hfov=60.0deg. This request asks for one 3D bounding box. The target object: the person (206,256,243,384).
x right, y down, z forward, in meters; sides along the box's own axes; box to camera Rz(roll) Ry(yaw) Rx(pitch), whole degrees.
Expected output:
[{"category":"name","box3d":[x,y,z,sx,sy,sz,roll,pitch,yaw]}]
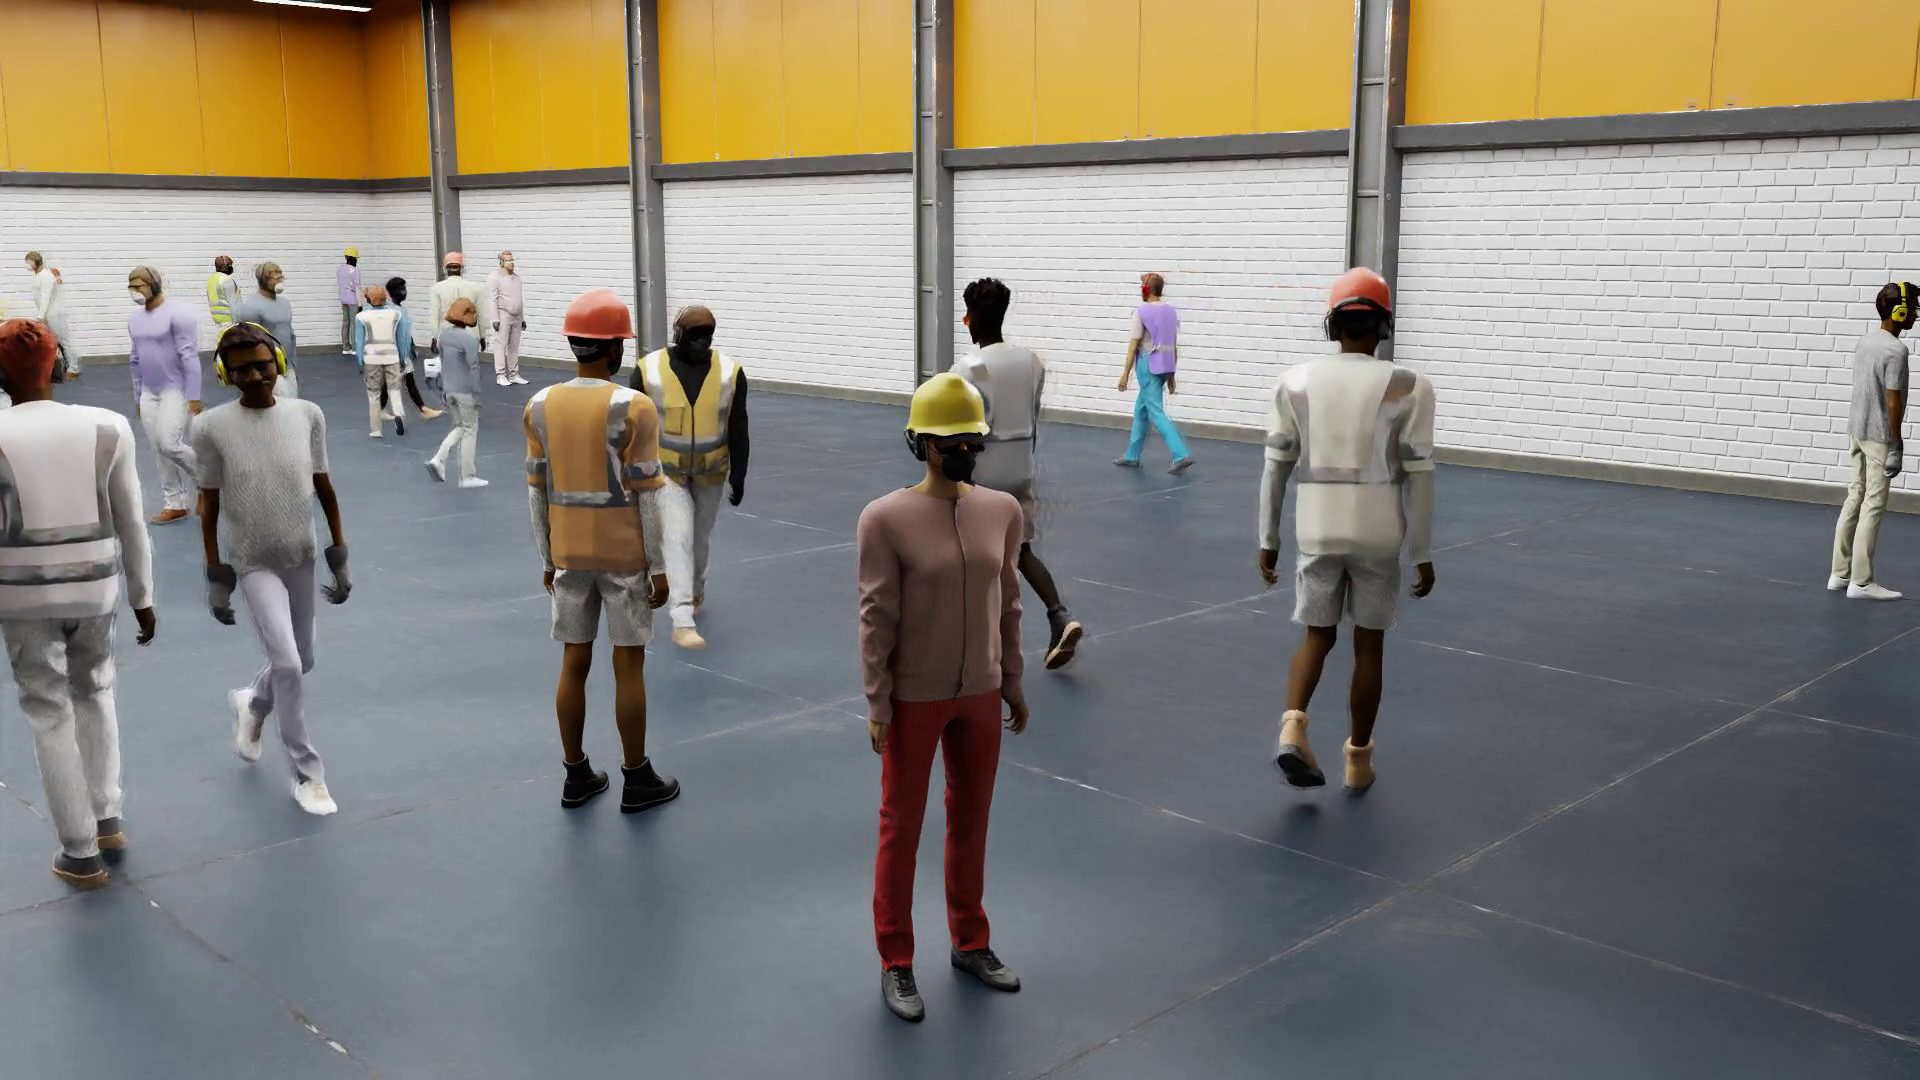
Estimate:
[{"category":"person","box3d":[-10.484,-3.142,23.818,0.634,1.842,0.429,8,13,39]}]

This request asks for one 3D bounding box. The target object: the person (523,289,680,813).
[{"category":"person","box3d":[-1.317,0.050,6.156,0.546,1.938,0.360,3,11,17]}]

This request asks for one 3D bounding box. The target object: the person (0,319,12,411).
[{"category":"person","box3d":[-6.527,-0.751,11.127,0.743,1.717,0.501,-1,10,-4]}]

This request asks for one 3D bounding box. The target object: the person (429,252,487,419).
[{"category":"person","box3d":[-5.890,-2.402,19.552,0.673,1.935,0.986,-5,11,-24]}]

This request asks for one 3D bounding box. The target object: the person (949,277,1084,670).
[{"category":"person","box3d":[0.210,-0.316,8.161,0.606,1.942,0.881,-8,13,-37]}]

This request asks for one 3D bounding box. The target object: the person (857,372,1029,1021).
[{"category":"person","box3d":[-0.037,0.422,4.592,0.525,1.769,0.309,-7,12,-32]}]

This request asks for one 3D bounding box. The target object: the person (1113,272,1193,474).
[{"category":"person","box3d":[1.771,-1.509,15.010,0.933,1.808,0.577,9,14,40]}]

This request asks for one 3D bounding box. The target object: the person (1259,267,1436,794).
[{"category":"person","box3d":[1.449,-0.011,6.270,0.660,2.017,0.643,5,12,27]}]

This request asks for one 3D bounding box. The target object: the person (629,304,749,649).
[{"category":"person","box3d":[-1.471,-0.376,8.942,0.645,1.794,0.934,-3,11,-18]}]

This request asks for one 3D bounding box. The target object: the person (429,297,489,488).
[{"category":"person","box3d":[-4.227,-1.231,13.996,0.523,1.615,0.421,8,13,37]}]

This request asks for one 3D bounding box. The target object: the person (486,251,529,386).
[{"category":"person","box3d":[-6.438,-3.162,23.752,0.407,1.910,0.638,5,12,26]}]

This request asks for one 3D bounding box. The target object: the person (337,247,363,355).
[{"category":"person","box3d":[-10.848,-4.256,29.693,0.581,1.918,0.390,7,12,32]}]

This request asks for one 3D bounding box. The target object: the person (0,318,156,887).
[{"category":"person","box3d":[-3.034,0.201,5.516,0.625,1.863,0.602,10,15,44]}]

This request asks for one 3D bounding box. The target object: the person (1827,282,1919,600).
[{"category":"person","box3d":[5.401,-0.579,9.794,0.318,1.866,0.514,0,10,1]}]

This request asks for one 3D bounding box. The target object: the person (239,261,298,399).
[{"category":"person","box3d":[-6.089,-1.486,14.590,0.785,1.916,0.639,2,11,10]}]

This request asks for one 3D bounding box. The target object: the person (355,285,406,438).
[{"category":"person","box3d":[-6.053,-1.859,17.424,0.532,1.620,0.567,-6,12,-31]}]

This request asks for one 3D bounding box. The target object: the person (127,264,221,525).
[{"category":"person","box3d":[-5.865,-1.066,12.286,0.642,1.919,0.469,5,11,24]}]

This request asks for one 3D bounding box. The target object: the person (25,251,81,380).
[{"category":"person","box3d":[-13.417,-3.253,24.291,0.658,1.879,0.998,9,14,40]}]

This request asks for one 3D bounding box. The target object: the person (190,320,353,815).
[{"category":"person","box3d":[-2.629,0.079,6.324,0.841,1.836,0.534,9,14,42]}]

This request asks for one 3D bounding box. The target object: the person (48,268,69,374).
[{"category":"person","box3d":[-13.774,-3.324,25.379,0.497,1.633,0.285,8,13,36]}]

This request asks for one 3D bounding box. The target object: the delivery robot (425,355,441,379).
[{"category":"delivery robot","box3d":[-7.086,-2.387,22.961,0.707,0.478,0.477,10,14,43]}]

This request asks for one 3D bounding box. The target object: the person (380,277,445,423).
[{"category":"person","box3d":[-6.332,-2.156,18.944,0.858,1.642,0.549,0,10,1]}]
